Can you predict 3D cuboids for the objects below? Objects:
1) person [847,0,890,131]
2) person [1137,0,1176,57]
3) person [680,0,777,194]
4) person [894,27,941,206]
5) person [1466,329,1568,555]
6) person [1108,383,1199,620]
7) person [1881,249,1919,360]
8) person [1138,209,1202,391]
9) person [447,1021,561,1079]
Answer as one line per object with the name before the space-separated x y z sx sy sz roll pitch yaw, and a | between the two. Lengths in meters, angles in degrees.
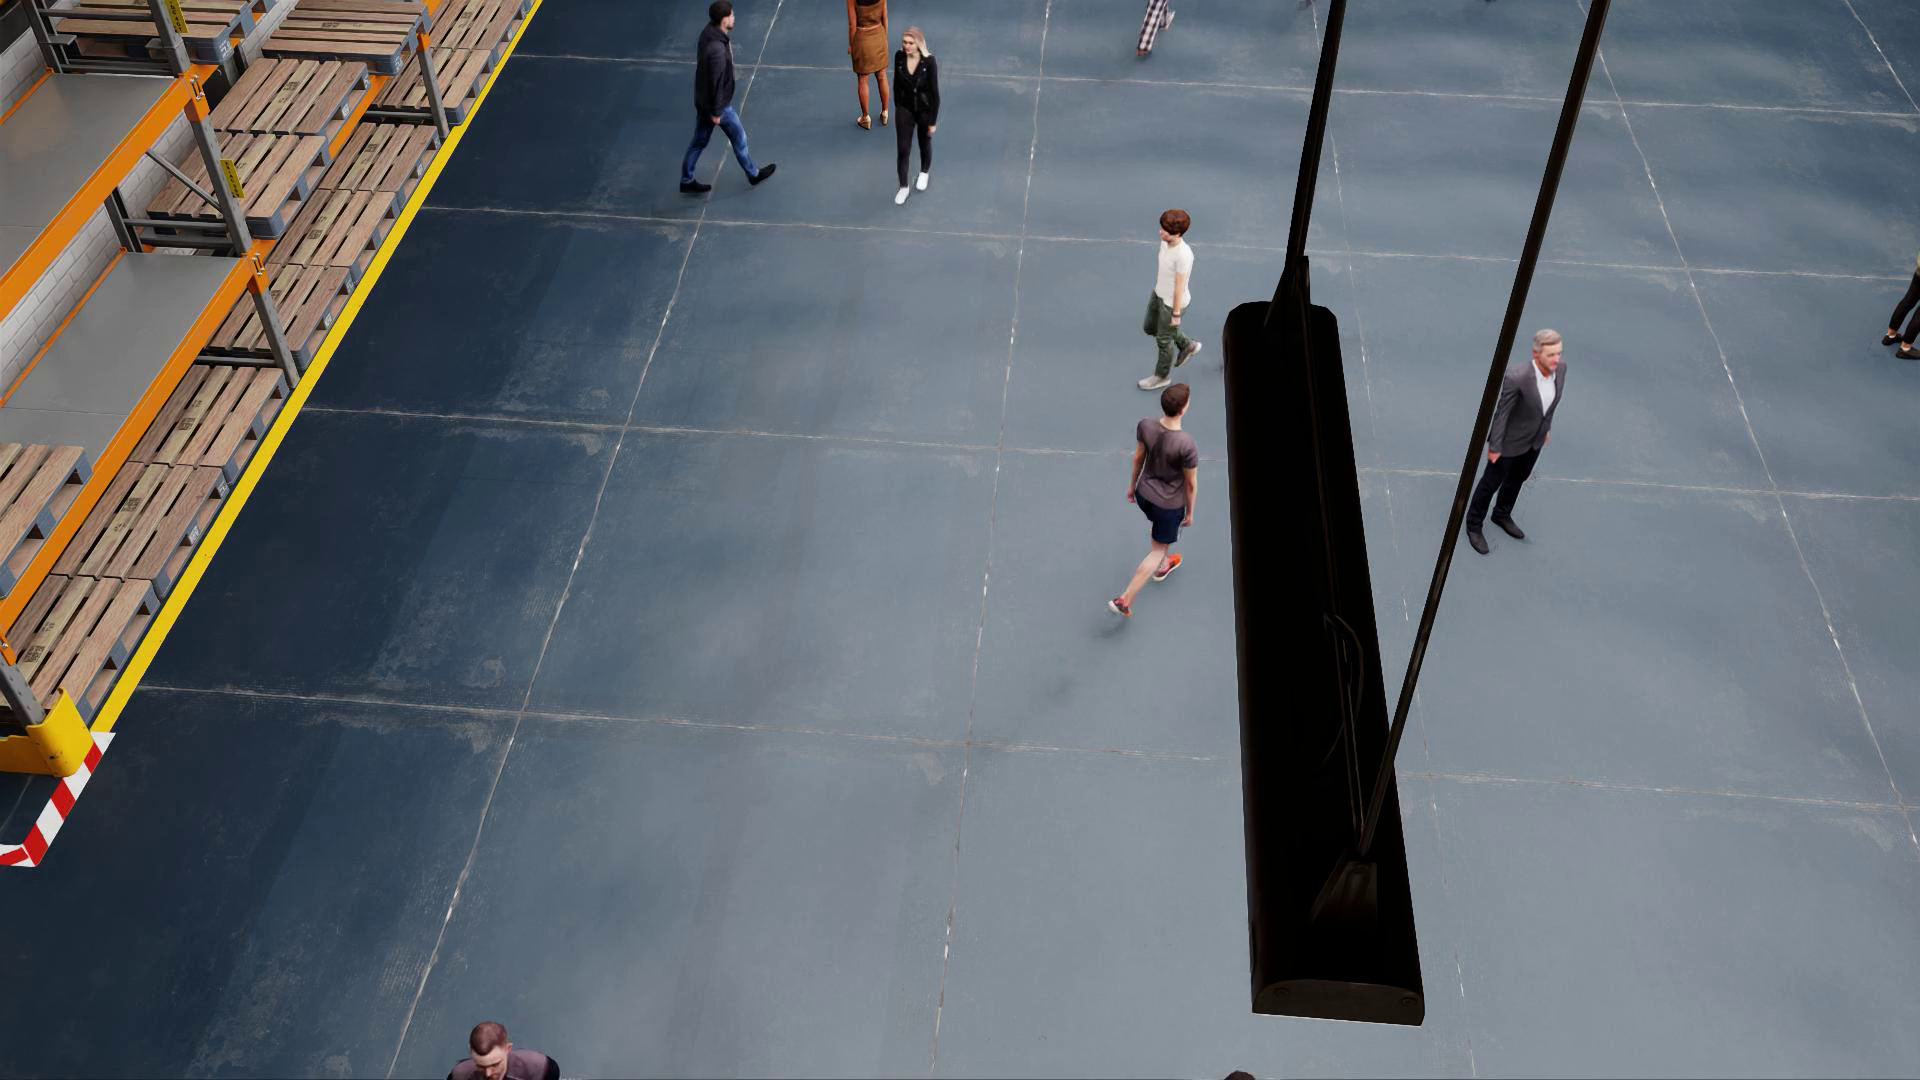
person | -0.888 -4.805 16.168 0.649 1.675 0.666 -19 47 -19
person | 2.046 -5.901 17.227 1.006 1.799 1.261 23 48 23
person | -2.325 -3.962 15.171 1.108 1.828 1.210 -14 45 -14
person | -0.359 -3.986 15.316 0.685 1.663 0.872 7 44 8
person | 3.963 -0.737 11.776 0.812 1.842 0.811 -19 47 -19
person | 1.309 -0.230 11.259 1.091 1.821 1.218 34 53 30
person | 7.917 -2.154 13.530 0.693 1.475 0.536 -8 44 -8
person | 1.731 -1.900 13.141 0.827 1.643 0.838 -15 46 -16
person | -2.134 2.790 8.112 0.759 1.790 1.230 -1 44 -1
